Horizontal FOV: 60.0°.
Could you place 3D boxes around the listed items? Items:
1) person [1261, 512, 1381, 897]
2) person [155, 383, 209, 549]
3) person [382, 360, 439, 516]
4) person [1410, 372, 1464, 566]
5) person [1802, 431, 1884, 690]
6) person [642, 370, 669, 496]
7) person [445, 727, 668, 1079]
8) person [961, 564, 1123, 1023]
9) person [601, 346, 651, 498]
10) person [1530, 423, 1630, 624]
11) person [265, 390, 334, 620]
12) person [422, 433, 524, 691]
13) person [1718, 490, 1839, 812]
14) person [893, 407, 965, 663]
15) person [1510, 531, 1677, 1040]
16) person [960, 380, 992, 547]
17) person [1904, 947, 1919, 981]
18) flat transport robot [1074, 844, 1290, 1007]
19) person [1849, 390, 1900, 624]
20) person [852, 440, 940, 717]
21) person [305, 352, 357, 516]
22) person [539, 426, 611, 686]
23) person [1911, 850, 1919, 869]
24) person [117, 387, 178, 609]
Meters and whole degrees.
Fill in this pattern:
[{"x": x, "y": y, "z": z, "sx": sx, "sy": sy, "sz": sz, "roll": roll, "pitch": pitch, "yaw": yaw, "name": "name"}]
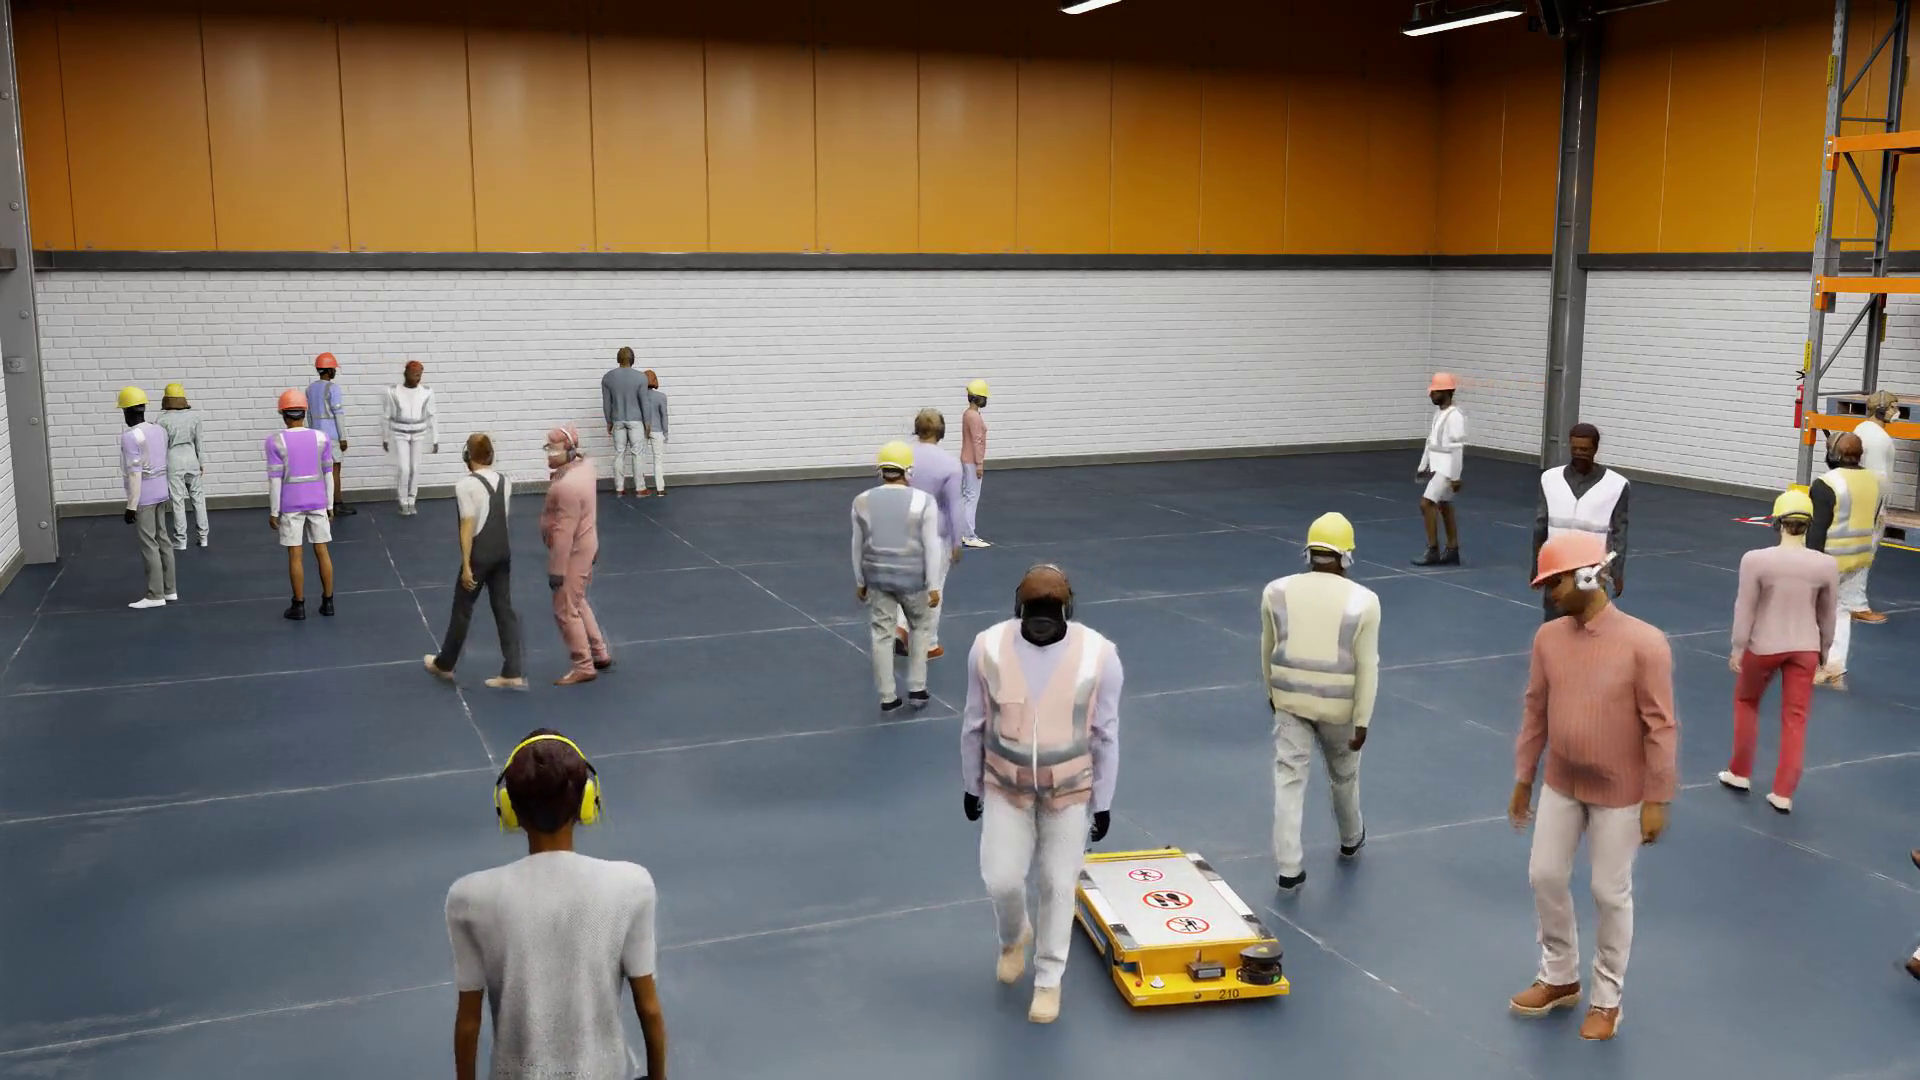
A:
[{"x": 1.743, "y": 0.754, "z": 8.028, "sx": 0.594, "sy": 1.785, "sz": 0.914, "roll": 4, "pitch": 10, "yaw": 24, "name": "person"}, {"x": -8.175, "y": -0.775, "z": 17.439, "sx": 0.324, "sy": 1.743, "sz": 0.491, "roll": 7, "pitch": 12, "yaw": 38, "name": "person"}, {"x": -6.506, "y": -1.202, "z": 19.695, "sx": 0.595, "sy": 1.845, "sz": 0.646, "roll": -6, "pitch": 11, "yaw": -32, "name": "person"}, {"x": 4.686, "y": -0.692, "z": 16.411, "sx": 0.655, "sy": 1.910, "sz": 0.551, "roll": 1, "pitch": 9, "yaw": 7, "name": "person"}, {"x": 6.083, "y": 0.150, "z": 11.591, "sx": 0.648, "sy": 1.820, "sz": 0.460, "roll": -4, "pitch": 10, "yaw": -25, "name": "person"}, {"x": -3.995, "y": -1.372, "z": 21.424, "sx": 0.497, "sy": 1.625, "sz": 0.287, "roll": 1, "pitch": 9, "yaw": 7, "name": "person"}, {"x": -0.963, "y": 1.386, "z": 4.008, "sx": 0.519, "sy": 1.857, "sz": 0.612, "roll": -2, "pitch": 10, "yaw": -13, "name": "person"}, {"x": 0.316, "y": 0.982, "z": 6.551, "sx": 0.637, "sy": 1.824, "sz": 0.441, "roll": 2, "pitch": 10, "yaw": 10, "name": "person"}, {"x": -4.243, "y": -1.500, "z": 21.244, "sx": 0.629, "sy": 1.940, "sz": 0.373, "roll": 2, "pitch": 9, "yaw": 9, "name": "person"}, {"x": 4.169, "y": 0.162, "z": 11.232, "sx": 0.599, "sy": 1.917, "sz": 0.383, "roll": 6, "pitch": 11, "yaw": 32, "name": "person"}, {"x": -5.529, "y": -0.291, "z": 13.951, "sx": 0.542, "sy": 1.928, "sz": 0.378, "roll": -7, "pitch": 12, "yaw": -38, "name": "person"}, {"x": -3.417, "y": 0.151, "z": 11.693, "sx": 0.939, "sy": 1.791, "sz": 0.551, "roll": 5, "pitch": 11, "yaw": 28, "name": "person"}, {"x": 4.506, "y": 0.585, "z": 9.173, "sx": 0.559, "sy": 1.740, "sz": 0.691, "roll": 1, "pitch": 9, "yaw": 9, "name": "person"}, {"x": -0.256, "y": -0.028, "z": 12.358, "sx": 0.659, "sy": 1.925, "sz": 0.465, "roll": 5, "pitch": 11, "yaw": 29, "name": "person"}, {"x": 2.434, "y": 0.955, "z": 6.387, "sx": 0.378, "sy": 1.965, "sz": 0.662, "roll": -7, "pitch": 11, "yaw": -35, "name": "person"}, {"x": 0.171, "y": -0.807, "z": 17.585, "sx": 0.333, "sy": 1.760, "sz": 0.533, "roll": -2, "pitch": 10, "yaw": -12, "name": "person"}, {"x": 4.334, "y": 0.963, "z": 6.569, "sx": 0.991, "sy": 1.862, "sz": 0.641, "roll": 4, "pitch": 10, "yaw": 23, "name": "person"}, {"x": 0.874, "y": 1.635, "z": 7.282, "sx": 0.652, "sy": 0.197, "sz": 1.431, "roll": -2, "pitch": 9, "yaw": -10, "name": "flat transport robot"}, {"x": 7.568, "y": -0.283, "z": 13.863, "sx": 0.366, "sy": 1.938, "sz": 0.630, "roll": 2, "pitch": 10, "yaw": 14, "name": "person"}, {"x": -0.395, "y": 0.240, "z": 11.050, "sx": 0.620, "sy": 1.815, "sz": 0.610, "roll": 2, "pitch": 10, "yaw": 14, "name": "person"}, {"x": -7.476, "y": -1.248, "z": 19.715, "sx": 0.543, "sy": 1.939, "sz": 0.371, "roll": 5, "pitch": 11, "yaw": 29, "name": "person"}, {"x": -2.749, "y": 0.110, "z": 11.755, "sx": 0.420, "sy": 1.861, "sz": 0.767, "roll": -1, "pitch": 9, "yaw": -4, "name": "person"}, {"x": 4.955, "y": 0.795, "z": 7.574, "sx": 0.683, "sy": 1.849, "sz": 0.981, "roll": -6, "pitch": 11, "yaw": -32, "name": "person"}, {"x": -7.075, "y": -0.366, "z": 14.412, "sx": 0.376, "sy": 1.922, "sz": 0.594, "roll": 0, "pitch": 9, "yaw": 1, "name": "person"}]
